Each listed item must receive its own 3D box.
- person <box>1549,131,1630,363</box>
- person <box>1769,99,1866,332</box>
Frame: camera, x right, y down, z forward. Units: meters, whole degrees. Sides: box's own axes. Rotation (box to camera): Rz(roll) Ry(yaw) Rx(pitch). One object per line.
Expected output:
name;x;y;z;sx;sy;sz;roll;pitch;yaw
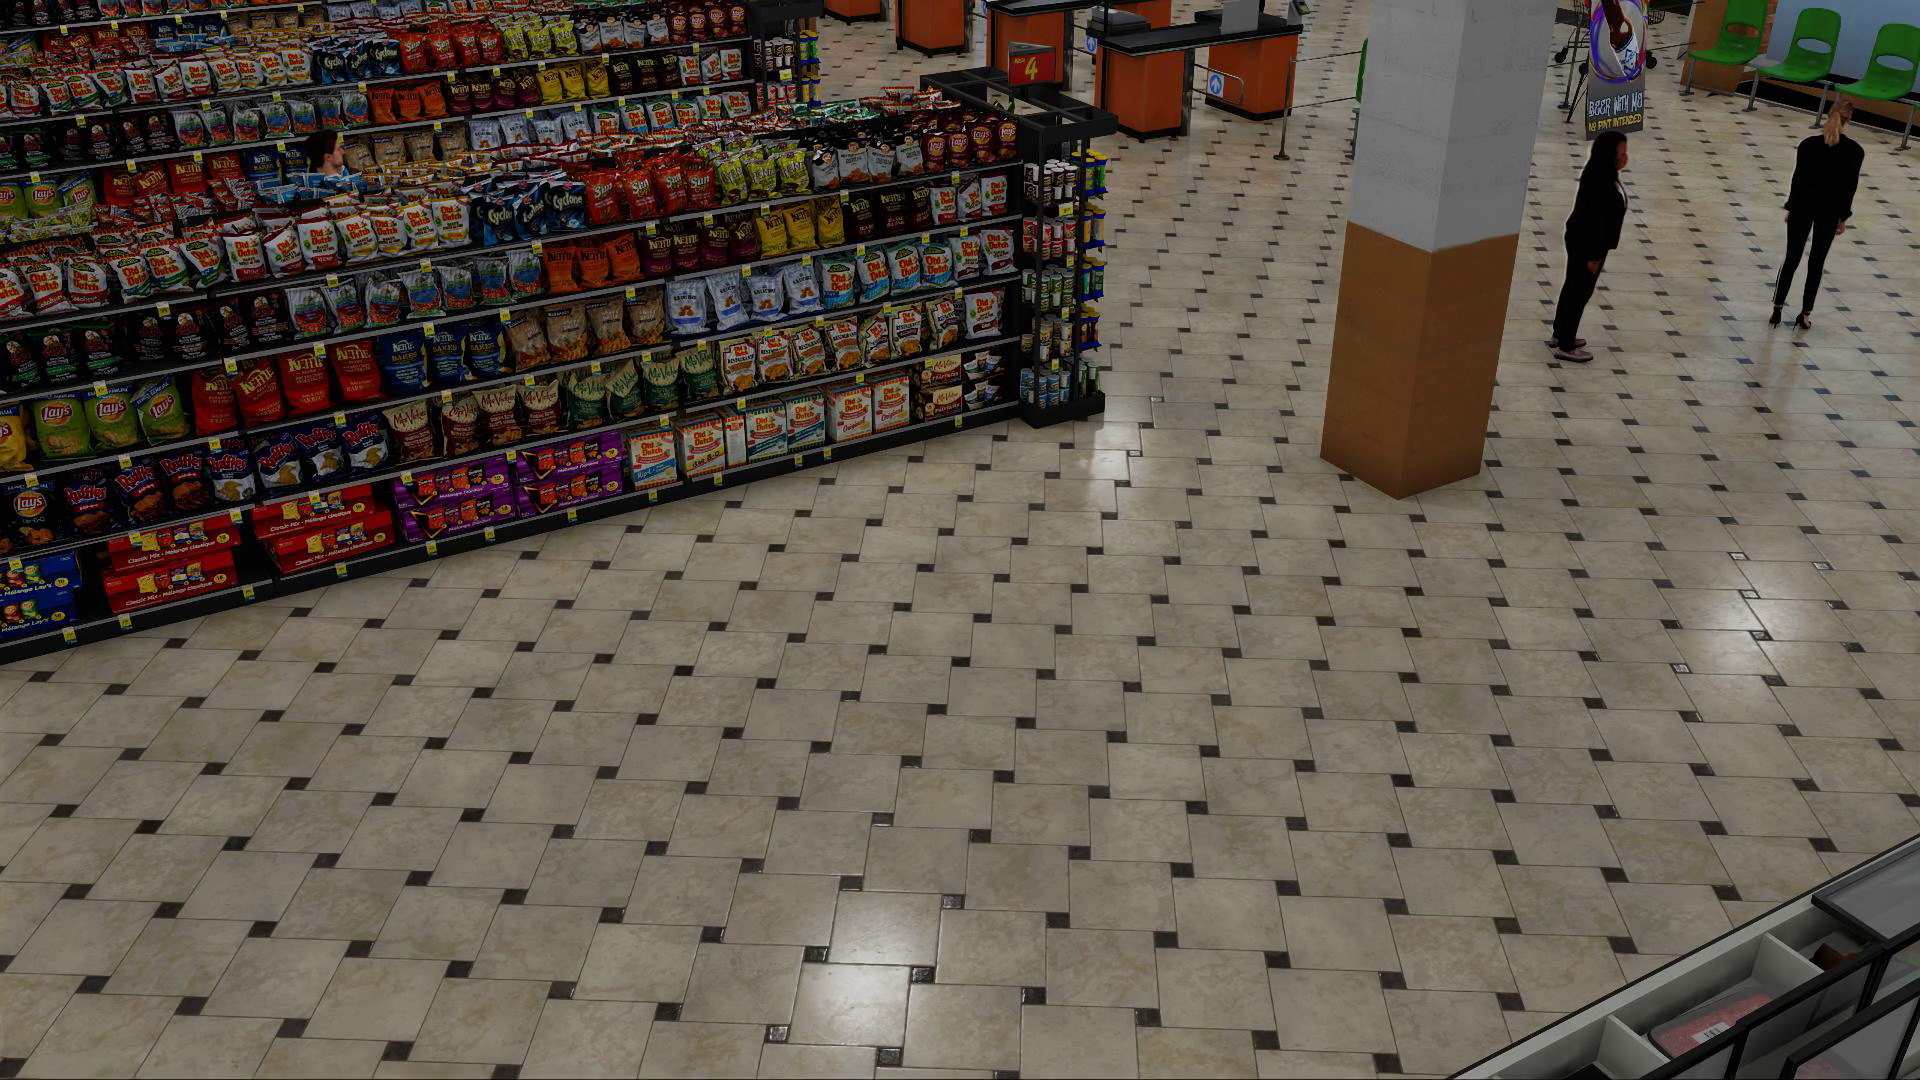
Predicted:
person;4.422;-2.076;11.719;0.823;1.616;0.773;5;29;10
person;6.243;-2.360;12.145;0.688;1.706;0.687;18;33;29
